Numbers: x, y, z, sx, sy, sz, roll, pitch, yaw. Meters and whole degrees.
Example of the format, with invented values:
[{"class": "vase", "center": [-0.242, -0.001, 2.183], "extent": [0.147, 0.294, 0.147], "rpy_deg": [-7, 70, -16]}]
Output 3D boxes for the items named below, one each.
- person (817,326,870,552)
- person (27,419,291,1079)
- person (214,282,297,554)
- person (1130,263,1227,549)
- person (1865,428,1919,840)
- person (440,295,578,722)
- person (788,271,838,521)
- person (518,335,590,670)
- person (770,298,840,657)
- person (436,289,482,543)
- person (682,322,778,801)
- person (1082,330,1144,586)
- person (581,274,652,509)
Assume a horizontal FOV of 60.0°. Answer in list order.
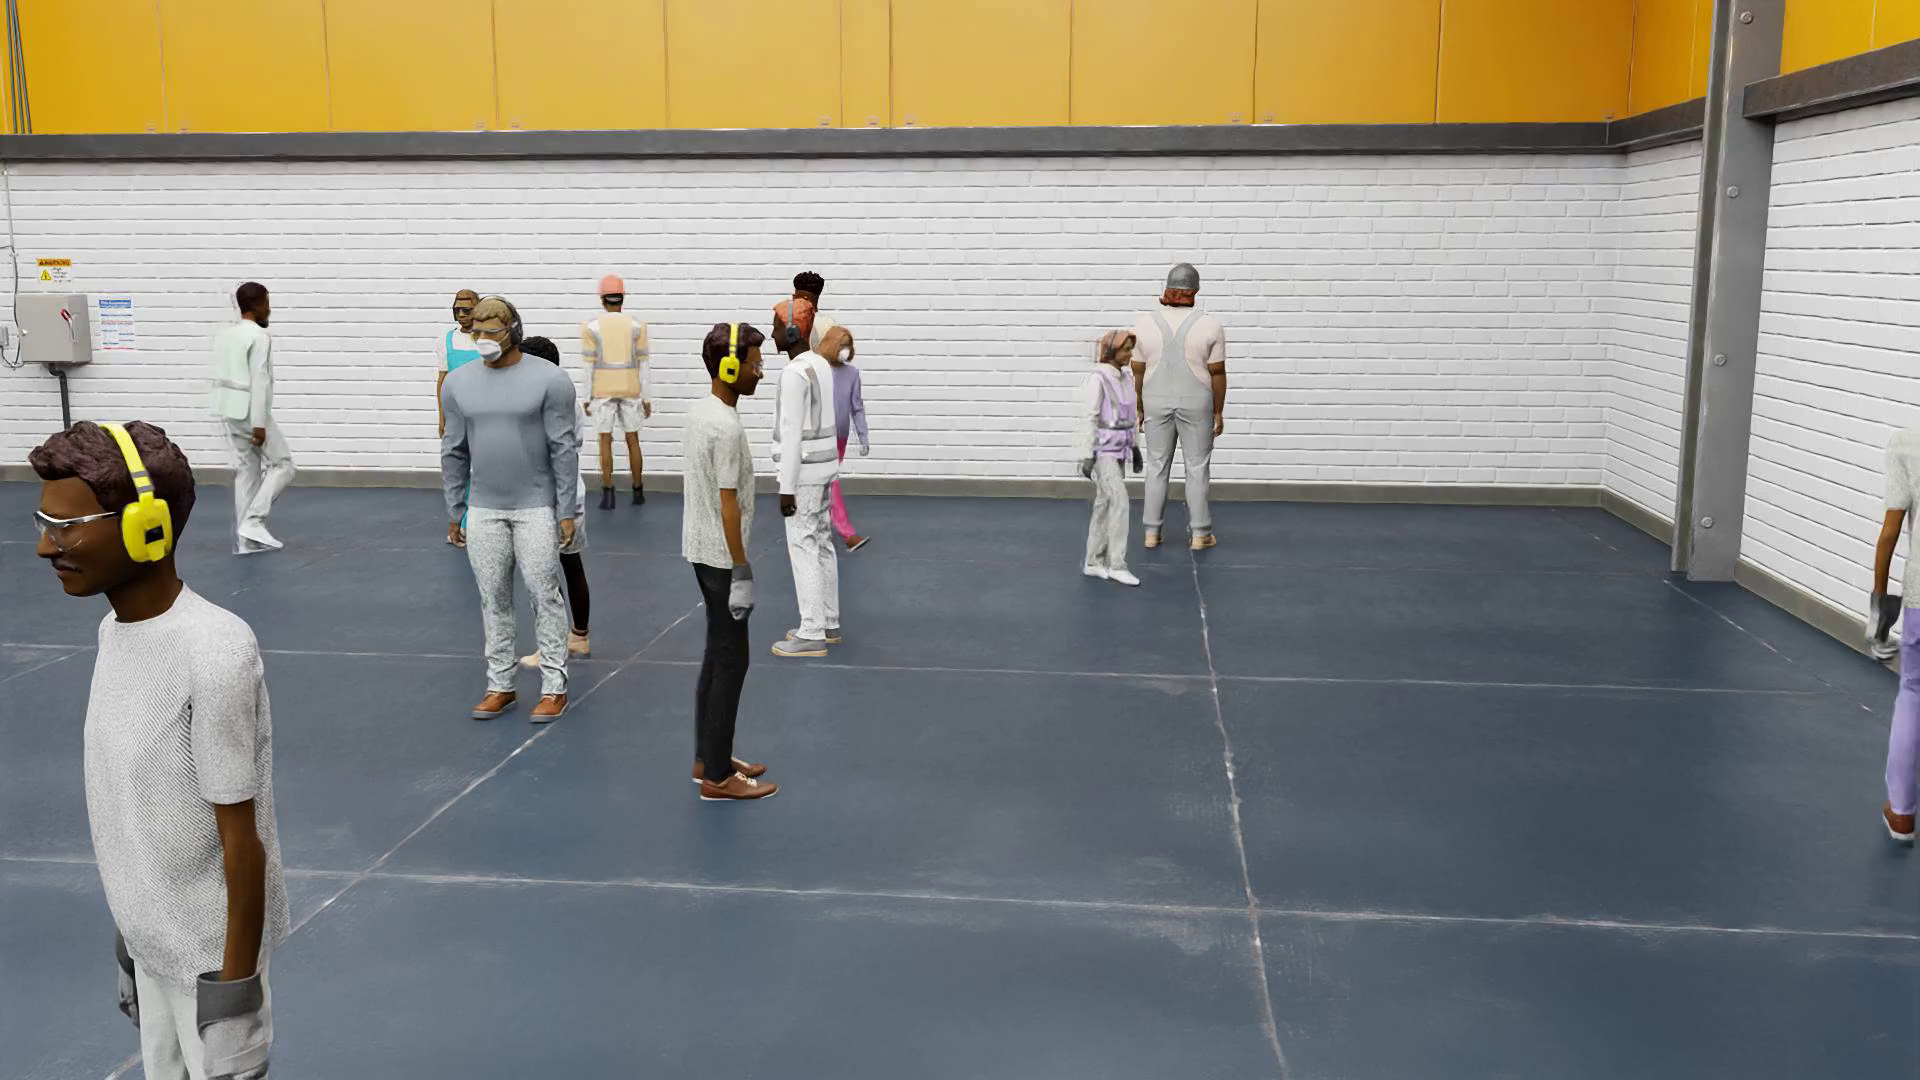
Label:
[{"class": "person", "center": [-0.848, -0.701, 11.698], "extent": [0.510, 1.580, 0.864], "rpy_deg": [-10, 14, -44]}, {"class": "person", "center": [-1.307, 0.723, 2.802], "extent": [0.512, 1.861, 0.325], "rpy_deg": [9, 13, 42]}, {"class": "person", "center": [-4.957, -0.845, 11.652], "extent": [0.610, 1.895, 0.460], "rpy_deg": [9, 13, 41]}, {"class": "person", "center": [1.576, -0.956, 11.883], "extent": [0.688, 2.000, 0.539], "rpy_deg": [3, 10, 19]}, {"class": "person", "center": [3.438, 0.222, 5.720], "extent": [0.496, 1.844, 0.822], "rpy_deg": [7, 12, 37]}, {"class": "person", "center": [-2.033, -0.135, 7.520], "extent": [0.635, 1.929, 0.382], "rpy_deg": [1, 10, 7]}, {"class": "person", "center": [-1.146, -1.087, 12.848], "extent": [0.361, 1.965, 0.612], "rpy_deg": [4, 11, 23]}, {"class": "person", "center": [-2.092, -0.188, 8.463], "extent": [0.321, 1.698, 0.534], "rpy_deg": [4, 11, 21]}, {"class": "person", "center": [-0.818, -0.326, 8.761], "extent": [0.344, 1.875, 0.577], "rpy_deg": [2, 10, 11]}, {"class": "person", "center": [-3.534, -0.889, 12.060], "extent": [0.512, 1.845, 0.340], "rpy_deg": [0, 10, -3]}, {"class": "person", "center": [-0.903, 0.089, 6.441], "extent": [0.330, 1.856, 0.531], "rpy_deg": [-4, 11, -20]}, {"class": "person", "center": [1.024, -0.517, 10.568], "extent": [0.626, 1.617, 0.550], "rpy_deg": [6, 12, 32]}, {"class": "person", "center": [-2.821, -1.213, 13.722], "extent": [0.577, 1.926, 0.510], "rpy_deg": [-3, 10, -19]}]
